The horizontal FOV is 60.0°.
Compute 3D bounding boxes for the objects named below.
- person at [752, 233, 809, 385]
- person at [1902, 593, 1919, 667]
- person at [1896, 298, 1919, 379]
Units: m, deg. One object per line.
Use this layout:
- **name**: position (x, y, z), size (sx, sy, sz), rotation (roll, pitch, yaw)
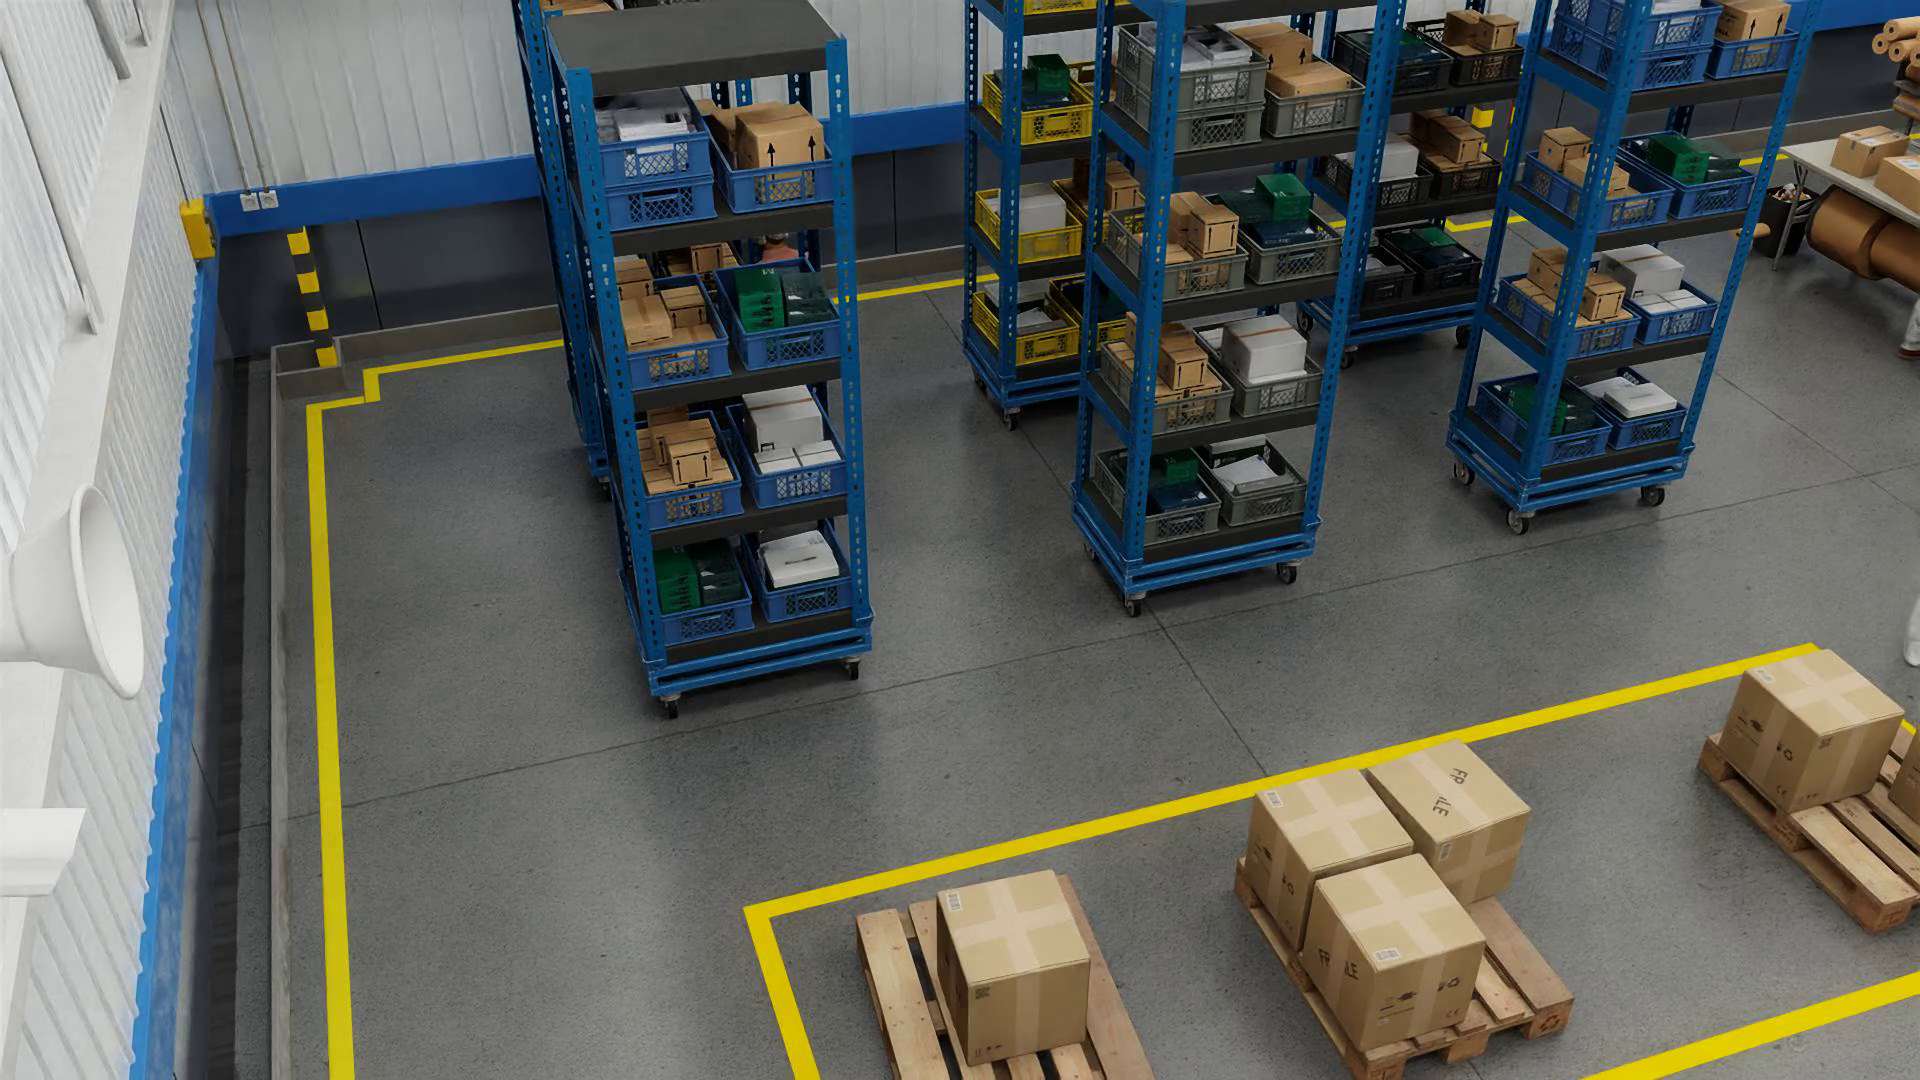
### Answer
- **person**: position (-1.104, -1.161, 10.209), size (0.625, 1.980, 0.410), rotation (-29, 44, -35)
- **person**: position (5.447, -0.013, 8.879), size (0.529, 1.641, 0.342), rotation (2, 35, 3)
- **person**: position (6.999, -2.028, 11.483), size (0.370, 1.930, 0.628), rotation (0, 35, -1)
